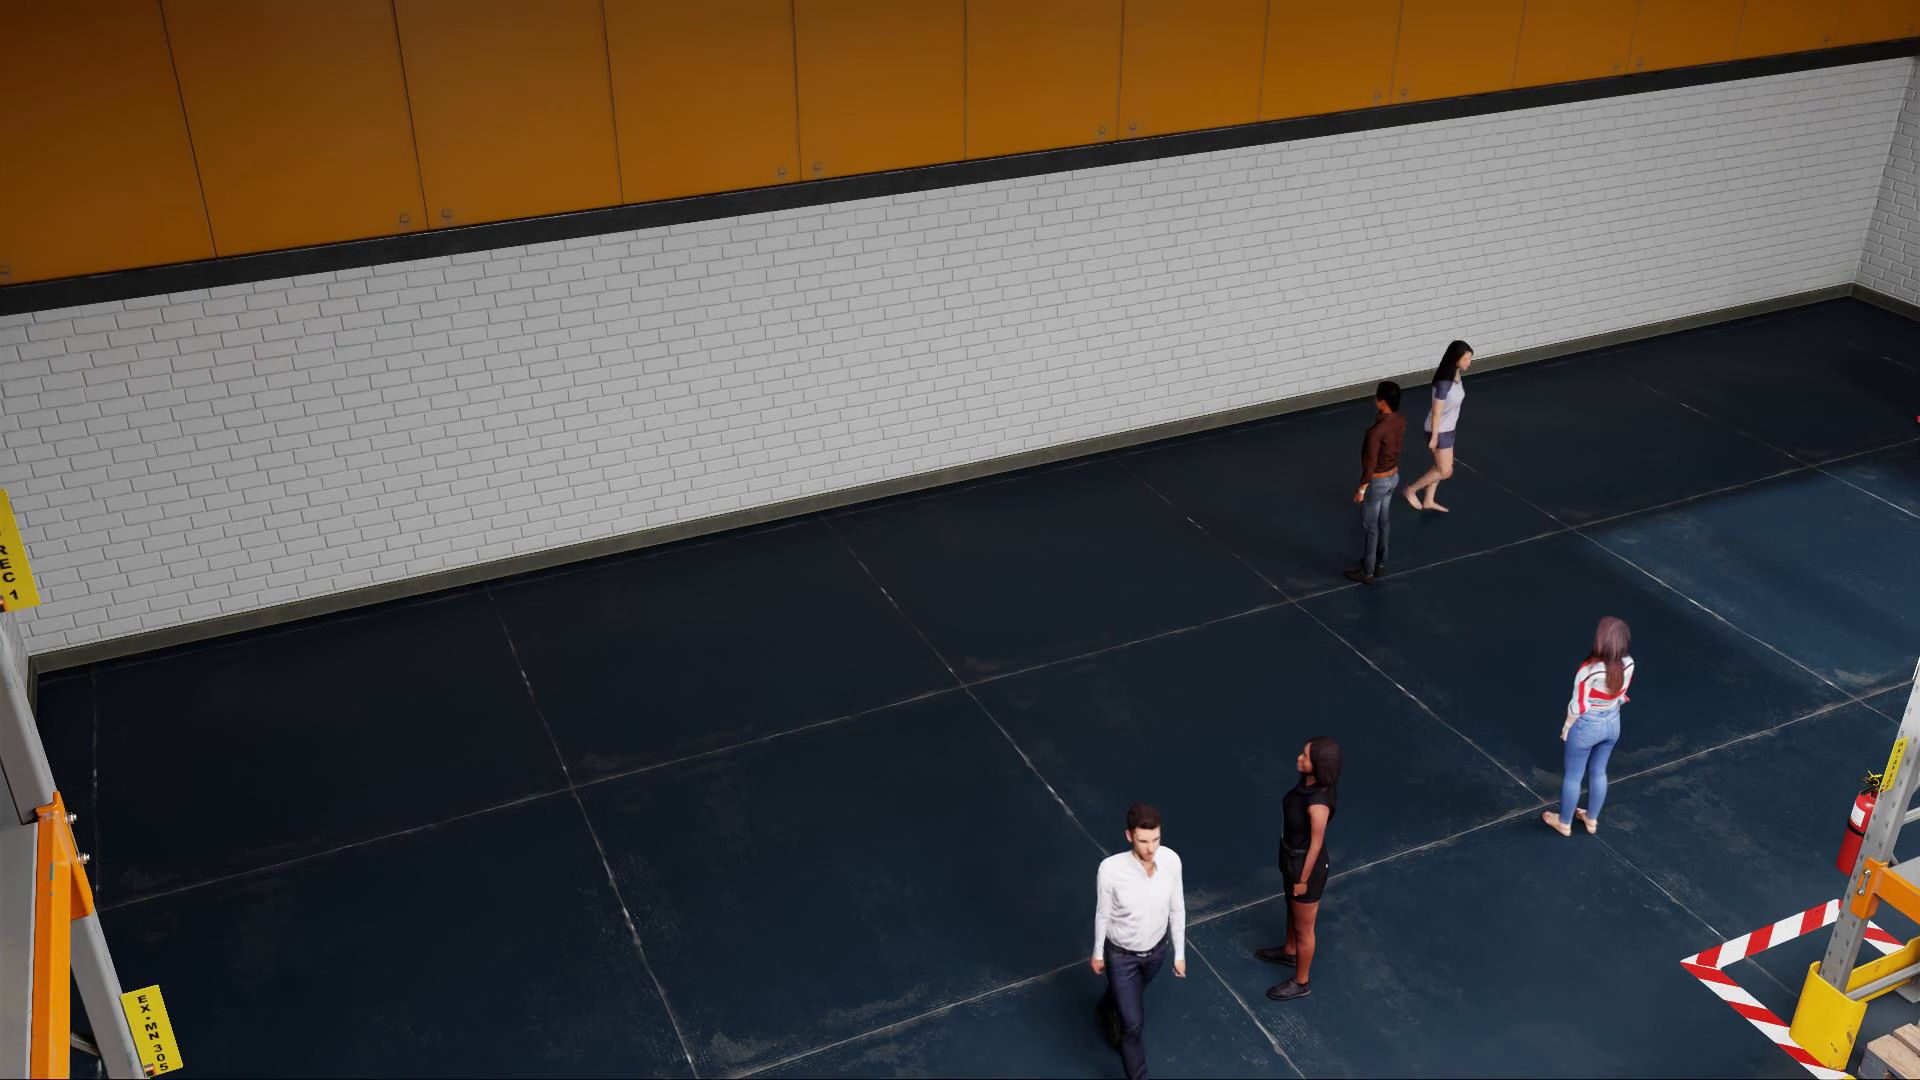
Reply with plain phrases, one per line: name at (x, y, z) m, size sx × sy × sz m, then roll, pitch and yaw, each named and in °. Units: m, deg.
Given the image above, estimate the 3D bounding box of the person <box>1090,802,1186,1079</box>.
person at (0.911, 2.117, 8.881) m, size 0.749 × 1.829 × 1.248 m, roll -8°, pitch 30°, yaw -14°

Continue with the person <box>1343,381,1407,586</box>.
person at (3.457, -0.475, 13.685) m, size 0.656 × 1.779 × 0.709 m, roll 25°, pitch 37°, yaw 38°

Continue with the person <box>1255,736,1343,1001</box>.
person at (1.954, 1.844, 9.476) m, size 0.725 × 1.738 × 0.595 m, roll -1°, pitch 29°, yaw -2°

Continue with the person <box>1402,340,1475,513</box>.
person at (4.189, -0.994, 14.732) m, size 0.826 × 1.688 × 0.773 m, roll 12°, pitch 31°, yaw 21°

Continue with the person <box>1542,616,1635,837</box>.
person at (4.115, 1.208, 10.773) m, size 0.601 × 1.613 × 0.523 m, roll -10°, pitch 30°, yaw -17°
